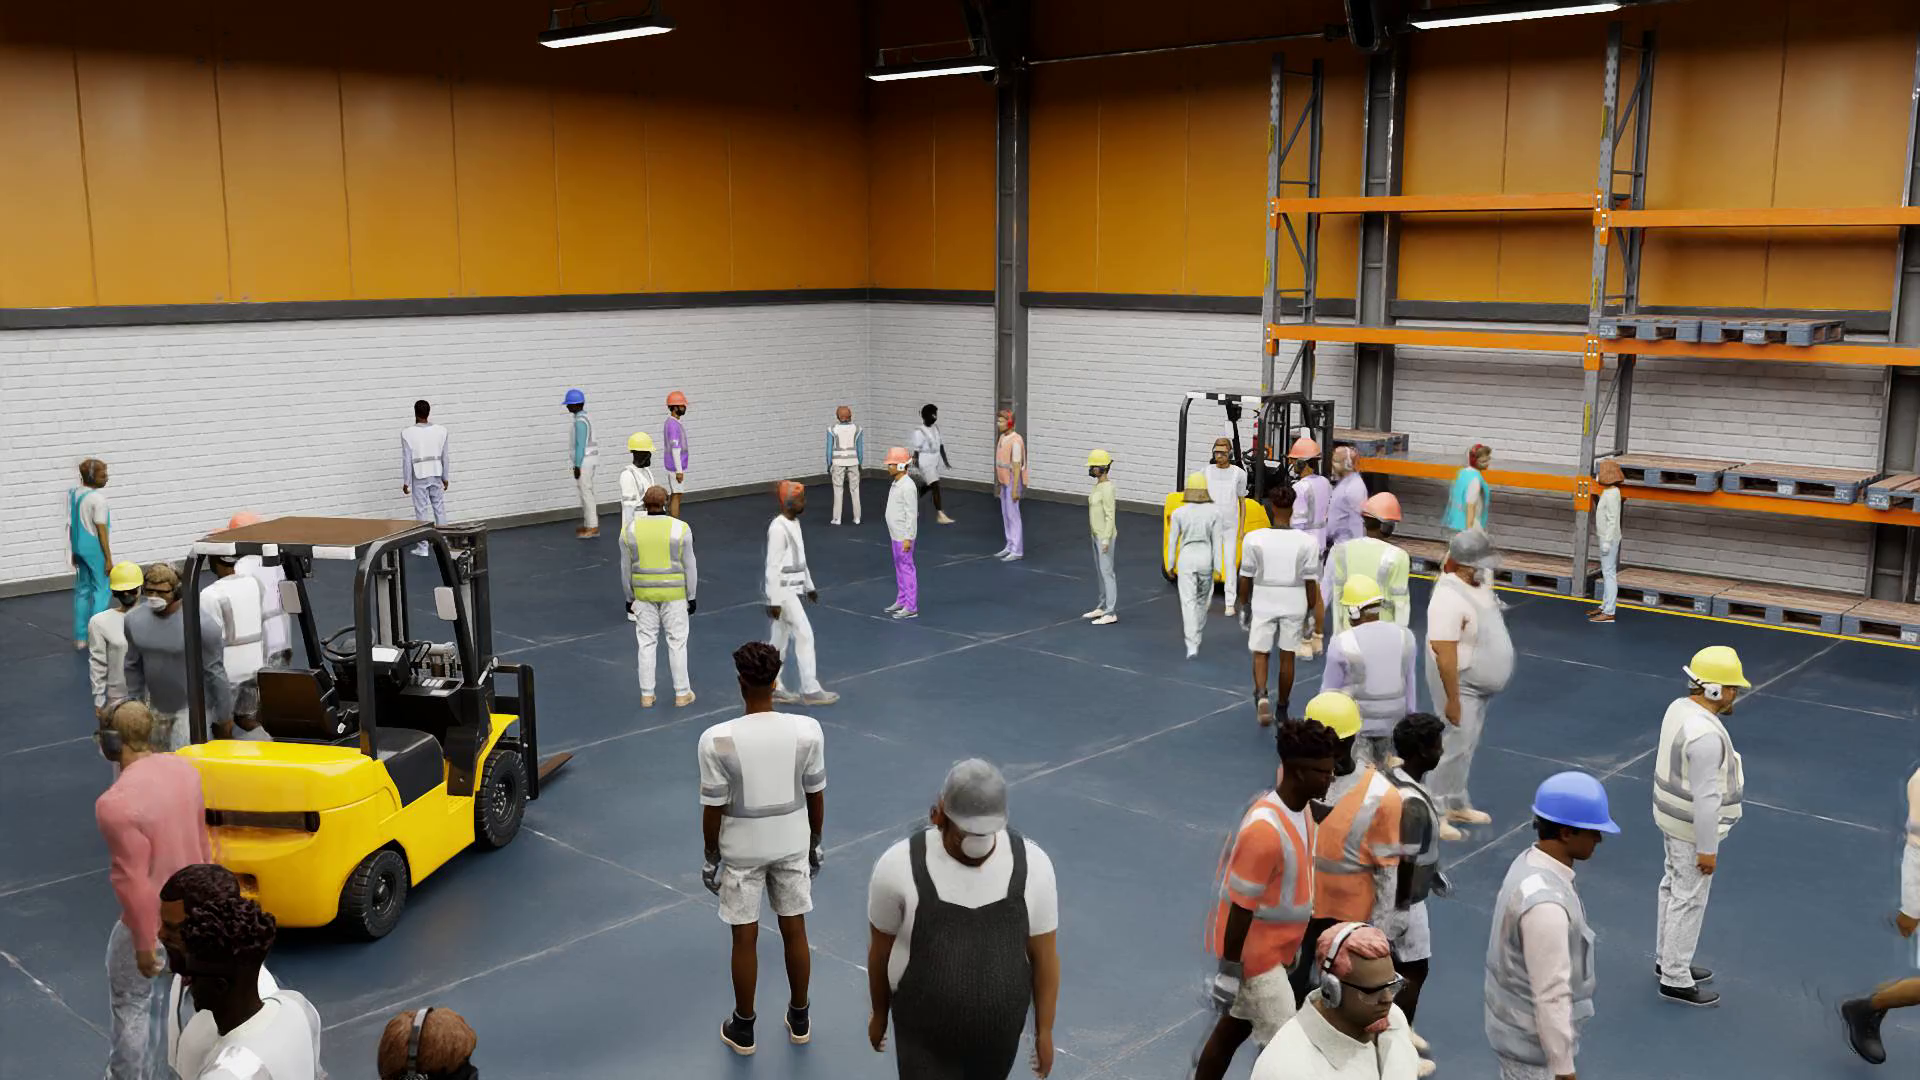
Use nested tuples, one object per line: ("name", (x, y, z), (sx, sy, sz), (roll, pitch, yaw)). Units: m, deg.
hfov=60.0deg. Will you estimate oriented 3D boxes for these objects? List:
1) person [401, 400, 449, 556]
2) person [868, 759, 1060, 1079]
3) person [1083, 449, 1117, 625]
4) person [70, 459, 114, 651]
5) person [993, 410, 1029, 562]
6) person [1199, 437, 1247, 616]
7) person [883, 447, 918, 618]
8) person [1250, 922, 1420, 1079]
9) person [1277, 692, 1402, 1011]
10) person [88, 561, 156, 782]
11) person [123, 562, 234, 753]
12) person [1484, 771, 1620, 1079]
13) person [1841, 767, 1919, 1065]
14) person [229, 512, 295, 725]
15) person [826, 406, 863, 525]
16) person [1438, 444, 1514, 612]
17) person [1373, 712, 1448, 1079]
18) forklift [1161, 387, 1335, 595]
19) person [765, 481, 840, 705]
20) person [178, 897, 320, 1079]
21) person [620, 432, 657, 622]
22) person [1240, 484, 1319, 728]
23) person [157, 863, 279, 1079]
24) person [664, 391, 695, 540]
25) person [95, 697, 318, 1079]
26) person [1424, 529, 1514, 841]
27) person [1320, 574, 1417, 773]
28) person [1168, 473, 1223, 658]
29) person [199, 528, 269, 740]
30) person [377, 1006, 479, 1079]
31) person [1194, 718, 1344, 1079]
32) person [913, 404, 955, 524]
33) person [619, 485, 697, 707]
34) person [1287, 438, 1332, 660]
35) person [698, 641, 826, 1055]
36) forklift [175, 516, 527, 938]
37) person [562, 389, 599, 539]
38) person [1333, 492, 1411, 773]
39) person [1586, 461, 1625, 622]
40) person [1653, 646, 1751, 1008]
("person", (-6.552, -0.762, 20.432), (0.591, 1.918, 0.387), (-9, 13, -41))
("person", (0.032, 1.700, 6.067), (0.691, 2.000, 1.035), (-2, 10, -12))
("person", (1.409, -0.033, 16.715), (0.329, 1.767, 0.529), (-1, 10, -8))
("person", (-8.172, 0.145, 15.603), (0.683, 1.809, 0.334), (7, 12, 33))
("person", (0.620, -0.661, 20.092), (0.387, 1.837, 0.565), (-3, 10, -15))
("person", (2.672, -0.135, 17.069), (0.513, 1.845, 0.335), (3, 10, 16))
("person", (-0.617, -0.080, 17.016), (0.341, 1.749, 0.572), (-3, 10, -17))
("person", (1.101, 1.998, 4.751), (0.655, 1.906, 0.407), (-9, 14, -43))
("person", (1.624, 1.563, 7.216), (0.602, 1.908, 0.503), (9, 13, 42))
("person", (-5.344, 1.004, 10.812), (0.535, 1.767, 0.317), (-5, 11, -26))
("person", (-4.767, 1.029, 10.319), (0.652, 1.907, 0.723), (3, 10, 16))
("person", (2.093, 1.769, 5.970), (0.419, 1.939, 0.624), (4, 11, 19))
("person", (4.345, 1.538, 7.347), (0.540, 1.920, 0.584), (-4, 11, -24))
("person", (-5.036, 0.758, 11.879), (0.557, 1.893, 0.623), (2, 10, 9))
("person", (-1.570, -1.014, 22.698), (0.514, 1.631, 0.318), (-3, 10, -17))
("person", (5.295, -0.118, 17.145), (0.888, 1.783, 0.564), (-1, 10, -5))
("person", (2.057, 1.603, 7.619), (0.399, 1.684, 0.529), (0, 10, 2))
("forklift", (3.298, -0.608, 18.767), (1.214, 2.155, 2.313), (9, 13, 42))
("person", (-1.295, 0.440, 13.721), (0.755, 1.860, 0.601), (0, 10, 2))
("person", (-2.020, 1.964, 4.770), (0.368, 1.966, 0.603), (-1, 10, -3))
("person", (-3.218, -0.132, 16.819), (0.367, 1.926, 0.594), (1, 10, 8))
("person", (2.477, 0.543, 12.952), (0.602, 1.946, 0.652), (2, 10, 12))
("person", (-2.256, 1.916, 5.182), (0.377, 1.917, 0.599), (-9, 14, -43))
("person", (-3.635, -0.951, 21.443), (0.349, 1.942, 0.545), (-2, 10, -13))
("person", (-3.341, 1.594, 7.158), (1.046, 1.889, 0.642), (1, 10, 8))
("person", (3.261, 0.890, 10.679), (0.543, 2.000, 0.711), (6, 12, 30))
("person", (2.448, 1.094, 10.172), (0.605, 1.806, 0.583), (-3, 10, -16))
("person", (2.192, 0.222, 15.464), (0.490, 1.691, 0.917), (0, 10, 1))
("person", (-4.828, 0.869, 11.149), (0.583, 1.916, 0.581), (4, 11, 21))
("person", (-1.383, 2.098, 4.393), (0.429, 1.840, 0.626), (-1, 10, -6))
("person", (1.302, 1.653, 6.708), (0.894, 1.908, 0.635), (3, 11, 19))
("person", (-0.444, -1.064, 22.946), (0.882, 1.639, 0.522), (5, 11, 27))
("person", (-2.462, 0.462, 13.684), (0.621, 1.844, 0.429), (0, 10, 2))
("person", (3.157, 0.079, 15.288), (0.394, 2.042, 0.611), (8, 13, 38))
("person", (-0.923, 1.433, 7.796), (0.607, 1.966, 0.367), (-4, 11, -22))
("forklift", (-3.583, 0.976, 9.748), (1.214, 2.155, 2.313), (2, 10, 11))
("person", (-4.947, -1.006, 21.768), (0.433, 1.944, 0.674), (-1, 10, -5))
("person", (2.982, 0.667, 11.997), (0.439, 2.031, 0.634), (-9, 14, -42))
("person", (6.540, 0.013, 16.824), (0.283, 1.634, 0.498), (3, 11, 19))
("person", (3.681, 1.417, 8.314), (0.403, 1.820, 0.595), (2, 10, 11))
